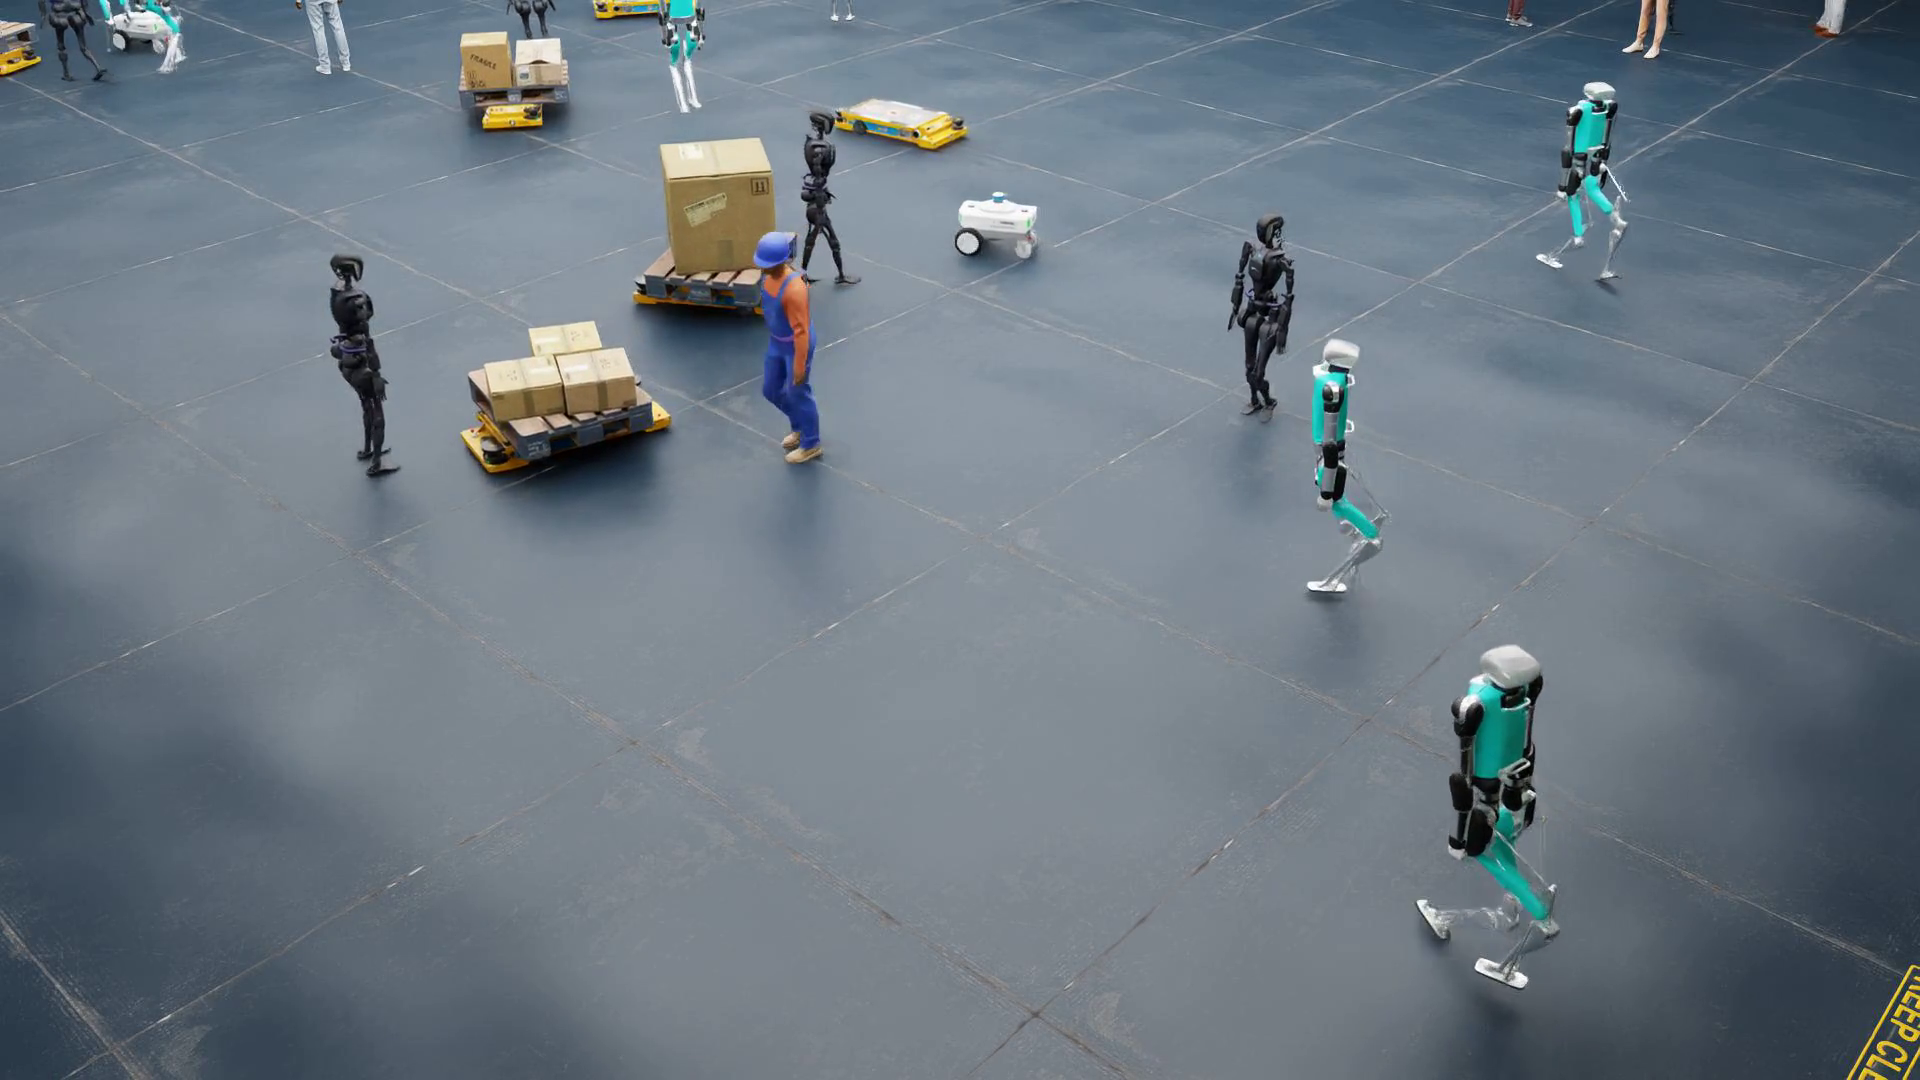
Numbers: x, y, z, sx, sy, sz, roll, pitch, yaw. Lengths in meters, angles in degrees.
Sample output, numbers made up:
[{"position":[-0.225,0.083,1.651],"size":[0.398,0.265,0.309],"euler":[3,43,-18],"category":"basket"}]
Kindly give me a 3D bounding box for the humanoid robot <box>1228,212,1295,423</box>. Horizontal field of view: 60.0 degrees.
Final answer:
[{"position":[2.278,-1.685,12.533],"size":[0.368,1.644,0.590],"euler":[-24,39,-33],"category":"humanoid robot"}]

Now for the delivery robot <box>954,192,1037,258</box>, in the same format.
[{"position":[0.337,-2.971,15.684],"size":[0.816,0.612,0.499],"euler":[7,33,11],"category":"delivery robot"}]

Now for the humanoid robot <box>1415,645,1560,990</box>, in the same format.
[{"position":[2.552,1.361,7.577],"size":[0.551,1.757,0.940],"euler":[-21,38,-30],"category":"humanoid robot"}]

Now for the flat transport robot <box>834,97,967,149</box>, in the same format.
[{"position":[-0.686,-4.698,18.719],"size":[1.431,0.231,0.659],"euler":[20,37,29],"category":"flat transport robot"}]

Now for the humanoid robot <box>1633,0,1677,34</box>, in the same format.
[{"position":[9.322,-7.429,21.819],"size":[0.662,1.631,0.589],"euler":[-11,33,-17],"category":"humanoid robot"}]

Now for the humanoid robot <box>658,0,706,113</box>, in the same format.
[{"position":[-3.223,-5.827,19.124],"size":[0.539,1.772,0.725],"euler":[-11,34,-17],"category":"humanoid robot"}]

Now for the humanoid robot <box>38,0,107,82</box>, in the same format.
[{"position":[-10.800,-6.371,20.096],"size":[0.606,1.629,0.618],"euler":[27,41,36],"category":"humanoid robot"}]

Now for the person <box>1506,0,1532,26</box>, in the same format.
[{"position":[7.654,-7.849,22.338],"size":[0.380,1.806,0.548],"euler":[1,32,1],"category":"person"}]

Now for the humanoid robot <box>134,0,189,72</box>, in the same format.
[{"position":[-9.885,-6.706,20.557],"size":[0.532,1.761,0.876],"euler":[11,34,17],"category":"humanoid robot"}]

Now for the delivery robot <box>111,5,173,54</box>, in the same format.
[{"position":[-10.591,-6.621,21.562],"size":[0.807,0.613,0.499],"euler":[10,33,16],"category":"delivery robot"}]

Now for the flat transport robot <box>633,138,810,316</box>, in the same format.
[{"position":[-2.111,-2.264,14.800],"size":[1.431,0.231,0.659],"euler":[7,32,11],"category":"flat transport robot"}]

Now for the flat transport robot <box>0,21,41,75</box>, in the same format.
[{"position":[-12.402,-6.059,20.910],"size":[1.431,0.231,0.659],"euler":[9,33,14],"category":"flat transport robot"}]

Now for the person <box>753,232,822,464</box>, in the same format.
[{"position":[-1.238,-1.354,11.828],"size":[0.557,1.861,0.567],"euler":[-22,38,-31],"category":"person"}]

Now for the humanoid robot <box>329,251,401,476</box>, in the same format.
[{"position":[-4.288,-1.274,11.874],"size":[0.321,1.639,0.609],"euler":[-22,38,-31],"category":"humanoid robot"}]

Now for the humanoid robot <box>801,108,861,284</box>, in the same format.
[{"position":[-1.210,-3.026,14.712],"size":[0.632,1.633,0.608],"euler":[0,32,-1],"category":"humanoid robot"}]

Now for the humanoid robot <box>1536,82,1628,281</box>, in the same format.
[{"position":[5.728,-3.118,14.833],"size":[0.533,1.786,1.008],"euler":[-15,35,-23],"category":"humanoid robot"}]

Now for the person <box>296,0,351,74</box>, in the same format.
[{"position":[-7.856,-6.693,20.375],"size":[0.587,1.914,0.393],"euler":[-20,37,-29],"category":"person"}]

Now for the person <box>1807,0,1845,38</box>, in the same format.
[{"position":[11.576,-7.563,21.888],"size":[0.545,1.819,0.506],"euler":[22,38,31],"category":"person"}]

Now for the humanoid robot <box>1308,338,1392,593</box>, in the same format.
[{"position":[2.488,-0.345,10.423],"size":[0.732,1.912,0.550],"euler":[4,32,7],"category":"humanoid robot"}]

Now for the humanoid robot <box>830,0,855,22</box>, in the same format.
[{"position":[-1.618,-7.736,22.094],"size":[0.533,1.677,0.735],"euler":[0,32,0],"category":"humanoid robot"}]

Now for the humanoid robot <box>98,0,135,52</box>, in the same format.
[{"position":[-10.835,-7.069,21.179],"size":[0.534,1.829,0.663],"euler":[-25,40,-34],"category":"humanoid robot"}]

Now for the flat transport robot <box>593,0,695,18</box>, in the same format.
[{"position":[-4.379,-7.505,23.239],"size":[1.431,0.231,0.659],"euler":[-8,33,-12],"category":"flat transport robot"}]

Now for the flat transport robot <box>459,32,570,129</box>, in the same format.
[{"position":[-5.154,-5.111,19.384],"size":[0.659,0.231,1.431],"euler":[-6,32,-10],"category":"flat transport robot"}]

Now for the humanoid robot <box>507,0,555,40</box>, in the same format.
[{"position":[-5.369,-6.758,20.710],"size":[0.593,1.651,0.334],"euler":[-12,34,-19],"category":"humanoid robot"}]

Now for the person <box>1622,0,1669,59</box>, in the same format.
[{"position":[8.828,-7.052,20.988],"size":[0.350,1.876,0.517],"euler":[-18,36,-27],"category":"person"}]

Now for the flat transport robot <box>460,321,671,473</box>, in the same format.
[{"position":[-2.981,-0.885,12.579],"size":[1.431,0.231,0.659],"euler":[-19,36,-27],"category":"flat transport robot"}]
